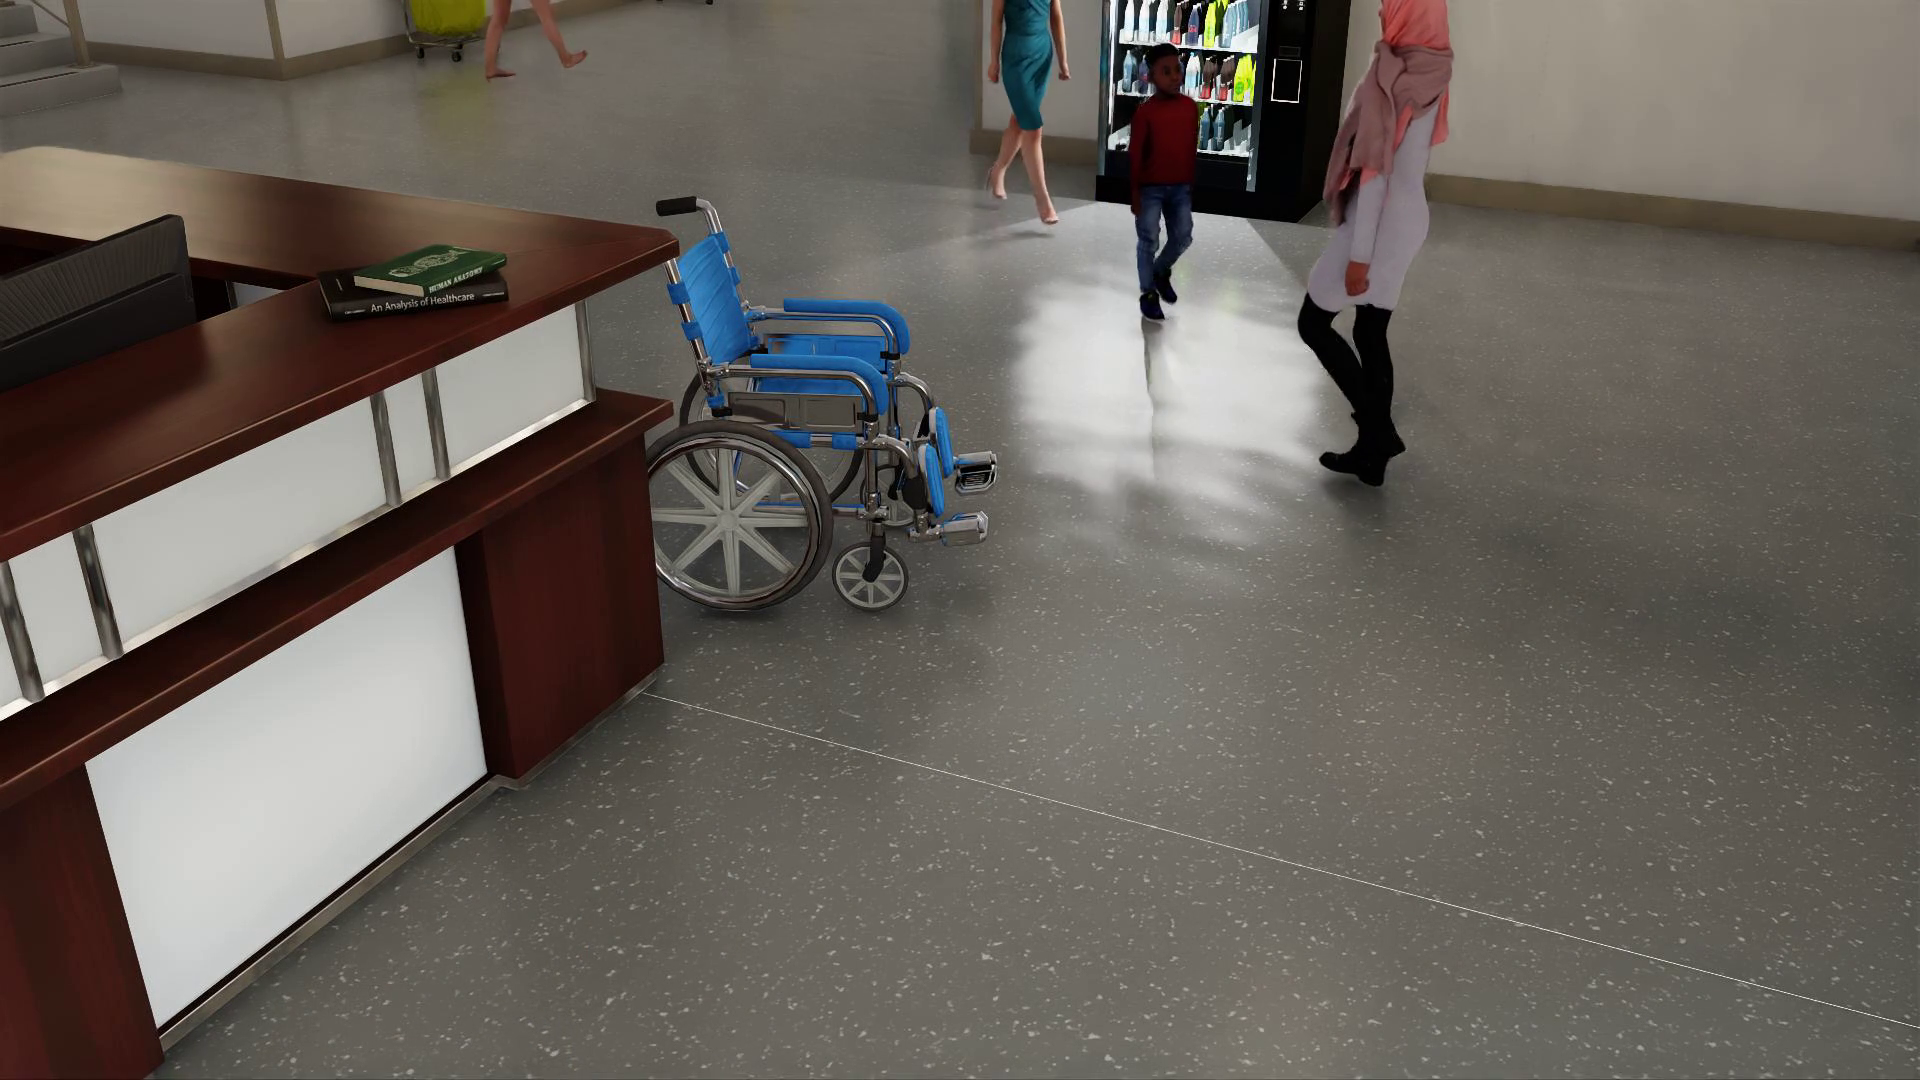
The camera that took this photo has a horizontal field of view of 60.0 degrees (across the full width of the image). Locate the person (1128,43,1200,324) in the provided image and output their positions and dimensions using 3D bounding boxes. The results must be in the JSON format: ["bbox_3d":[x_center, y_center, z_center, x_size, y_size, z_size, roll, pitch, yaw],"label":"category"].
[{"bbox_3d":[0.906,-1.654,7.675,0.640,1.247,0.700,-10,28,-20],"label":"person"}]

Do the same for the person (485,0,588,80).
[{"bbox_3d":[-3.544,-4.402,12.898,0.954,1.661,1.115,-21,33,-37],"label":"person"}]

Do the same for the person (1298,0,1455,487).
[{"bbox_3d":[1.515,-1.003,5.698,0.740,1.792,0.721,21,33,36],"label":"person"}]

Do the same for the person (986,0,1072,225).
[{"bbox_3d":[0.327,-2.609,9.199,0.932,1.643,1.085,-14,29,-26],"label":"person"}]
